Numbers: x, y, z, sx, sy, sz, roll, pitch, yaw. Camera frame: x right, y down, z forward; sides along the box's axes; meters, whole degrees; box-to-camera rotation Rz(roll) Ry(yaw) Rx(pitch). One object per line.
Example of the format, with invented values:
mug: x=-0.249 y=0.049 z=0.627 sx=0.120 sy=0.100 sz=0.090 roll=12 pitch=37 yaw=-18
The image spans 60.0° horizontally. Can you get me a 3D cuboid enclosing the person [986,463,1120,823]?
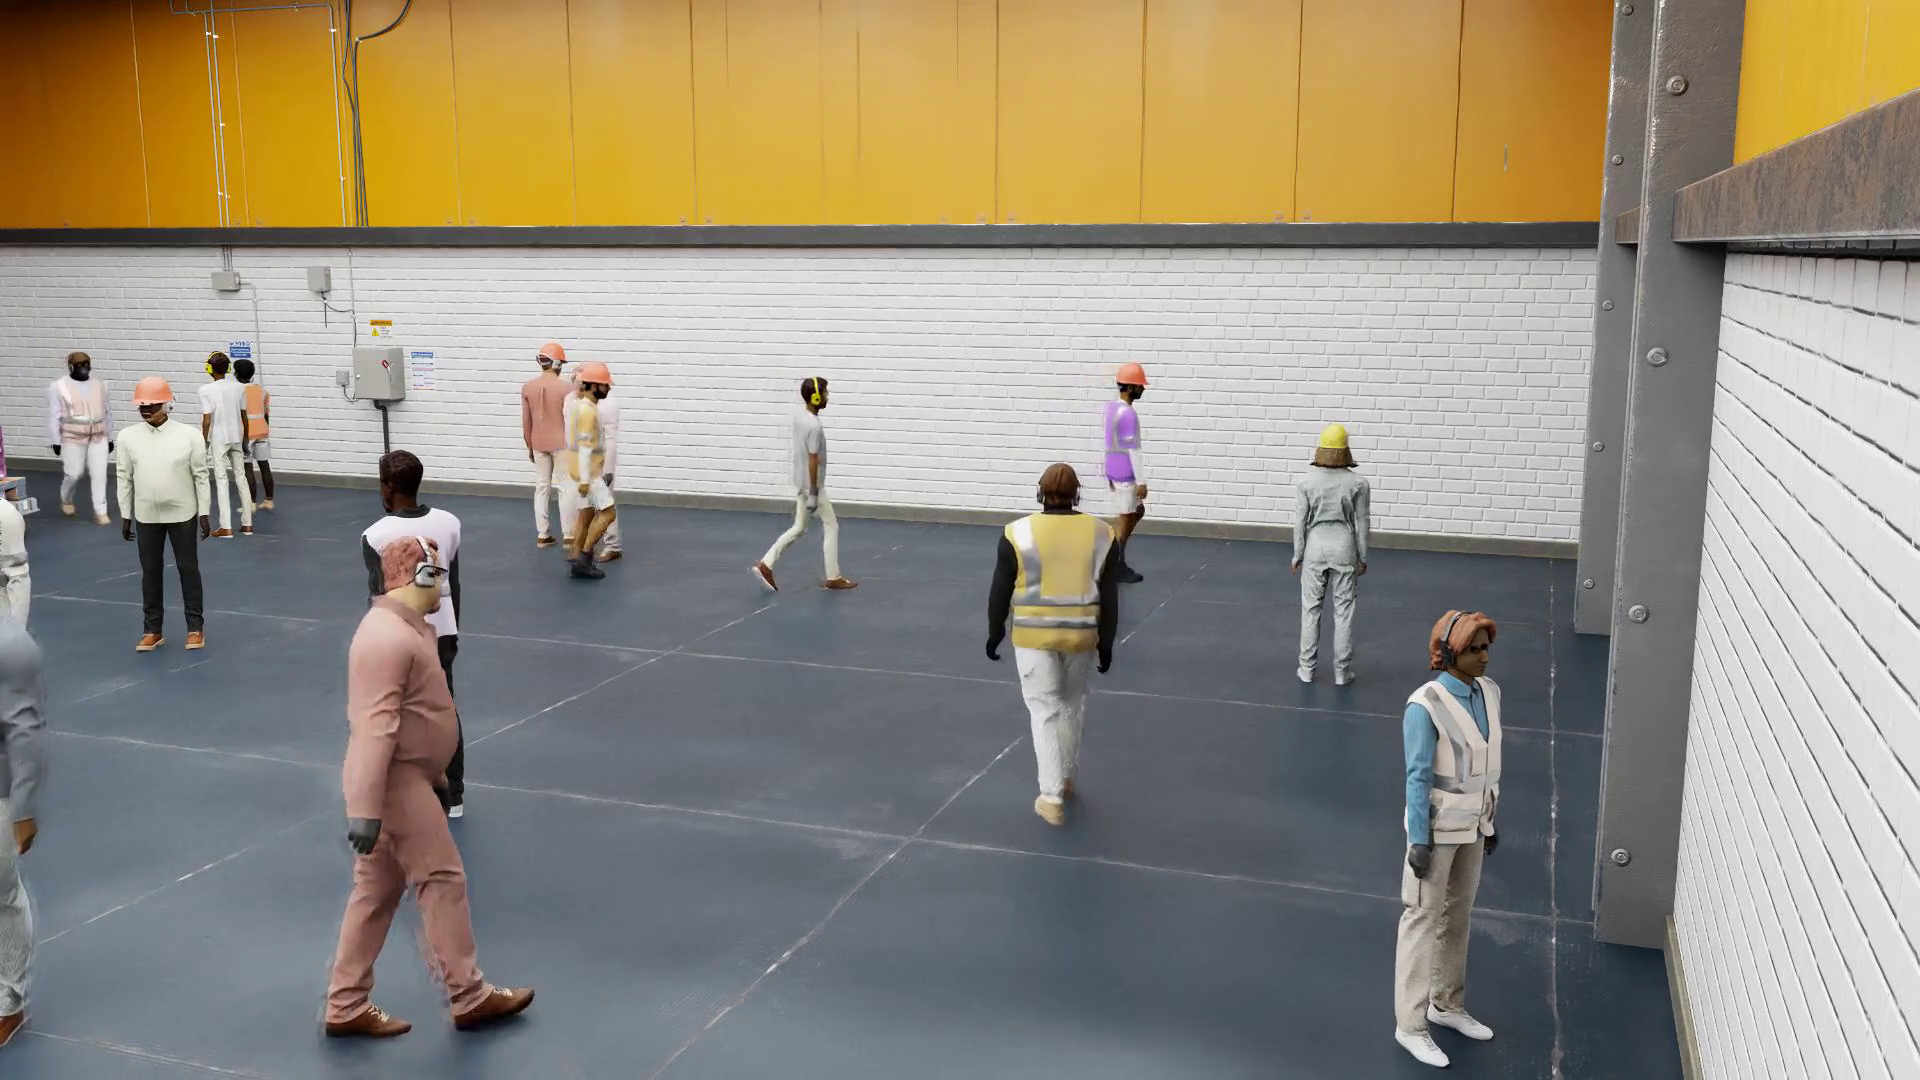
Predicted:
person: x=0.455 y=0.497 z=8.640 sx=0.643 sy=1.810 sz=0.776 roll=-2 pitch=10 yaw=-13

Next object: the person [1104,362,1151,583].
person: x=1.464 y=-0.574 z=14.386 sx=0.418 sy=1.921 sz=0.560 roll=-1 pitch=10 yaw=-7

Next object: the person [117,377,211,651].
person: x=-5.735 y=-0.185 z=11.995 sx=0.617 sy=1.990 sz=0.393 roll=-2 pitch=10 yaw=-11

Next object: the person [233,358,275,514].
person: x=-7.748 y=-1.131 z=18.160 sx=0.317 sy=1.696 sz=0.540 roll=5 pitch=11 yaw=26

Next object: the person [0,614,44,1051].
person: x=-3.570 y=0.935 z=5.880 sx=0.660 sy=1.921 sz=0.547 roll=0 pitch=10 yaw=0

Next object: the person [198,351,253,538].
person: x=-7.376 y=-0.957 z=16.684 sx=0.327 sy=1.874 sz=0.520 roll=8 pitch=13 yaw=38

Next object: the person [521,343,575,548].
person: x=-3.919 y=-0.907 z=16.086 sx=0.610 sy=1.985 sz=0.393 roll=3 pitch=11 yaw=17

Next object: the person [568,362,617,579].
person: x=-3.218 y=-0.589 z=14.495 sx=0.490 sy=1.917 sz=0.556 roll=-3 pitch=11 yaw=-18

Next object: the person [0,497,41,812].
person: x=-4.964 y=0.435 z=8.363 sx=0.610 sy=2.042 sz=0.396 roll=3 pitch=11 yaw=19

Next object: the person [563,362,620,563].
person: x=-3.349 y=-0.699 z=15.240 sx=0.663 sy=1.868 sz=0.594 roll=5 pitch=11 yaw=28

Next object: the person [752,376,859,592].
person: x=-1.324 y=-0.463 z=13.998 sx=0.863 sy=1.843 sz=0.523 roll=-5 pitch=11 yaw=-27

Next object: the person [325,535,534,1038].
person: x=-2.004 y=0.918 z=6.173 sx=0.827 sy=1.855 sz=0.721 roll=-4 pitch=11 yaw=-23

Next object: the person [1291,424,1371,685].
person: x=2.476 y=0.100 z=11.106 sx=0.514 sy=1.742 sz=0.303 roll=2 pitch=10 yaw=13

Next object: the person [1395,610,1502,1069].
person: x=1.768 y=1.055 z=6.008 sx=0.521 sy=1.640 sz=0.307 roll=-9 pitch=14 yaw=-42

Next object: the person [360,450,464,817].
person: x=-2.723 y=0.506 z=8.315 sx=0.392 sy=1.919 sz=0.590 roll=5 pitch=11 yaw=26

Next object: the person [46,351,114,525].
person: x=-9.267 y=-1.082 z=17.533 sx=0.698 sy=1.829 sz=0.634 roll=9 pitch=14 yaw=43
